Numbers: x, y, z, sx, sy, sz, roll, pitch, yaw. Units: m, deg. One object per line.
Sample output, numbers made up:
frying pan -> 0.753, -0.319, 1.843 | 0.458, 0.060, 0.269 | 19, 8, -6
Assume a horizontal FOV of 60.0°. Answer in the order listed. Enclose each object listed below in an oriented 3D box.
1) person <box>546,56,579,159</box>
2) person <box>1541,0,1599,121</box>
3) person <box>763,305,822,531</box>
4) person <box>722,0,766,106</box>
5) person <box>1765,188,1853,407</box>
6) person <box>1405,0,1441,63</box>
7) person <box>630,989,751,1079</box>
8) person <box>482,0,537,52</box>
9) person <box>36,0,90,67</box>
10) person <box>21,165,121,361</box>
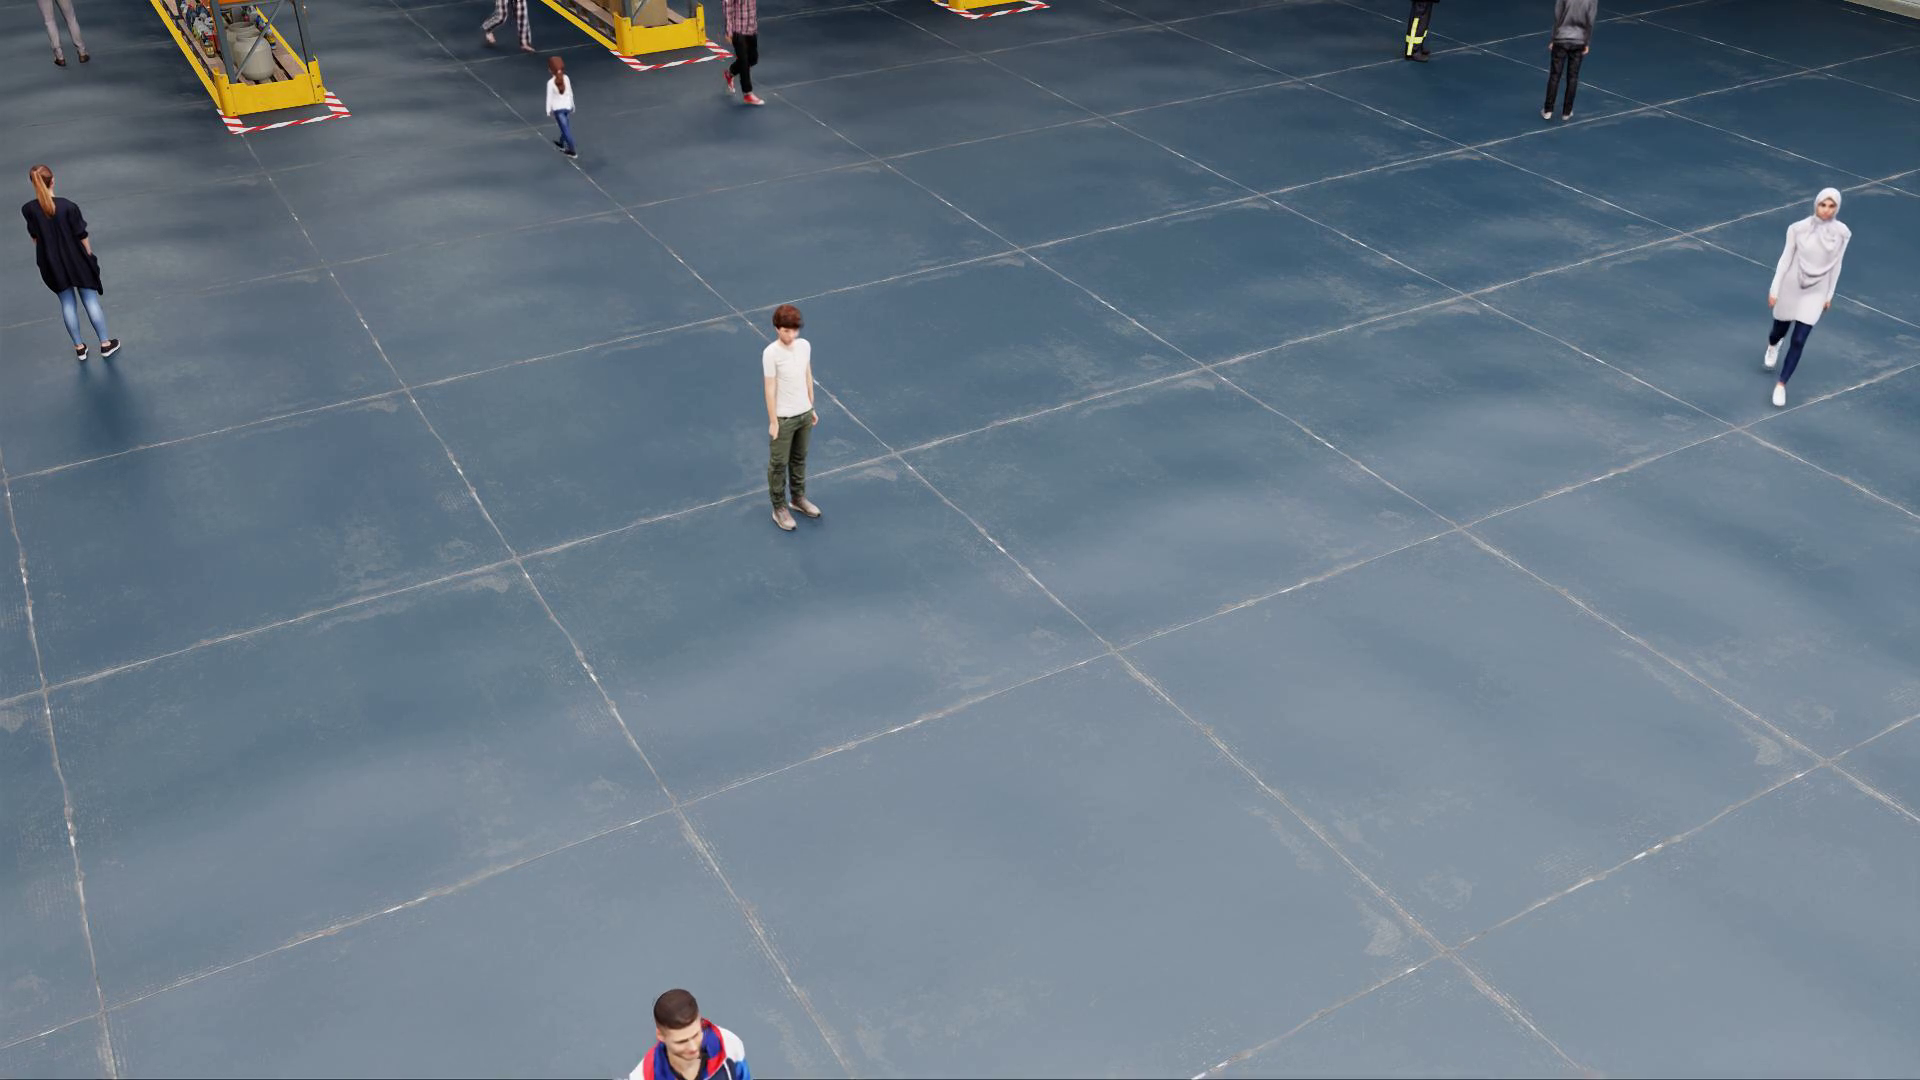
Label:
person -> -4.356, -4.766, 18.344 | 0.744, 1.096, 0.605 | 22, 38, 31
person -> 7.089, -5.791, 19.345 | 0.684, 1.760, 0.745 | 8, 33, 13
person -> -1.199, -0.888, 11.673 | 0.617, 1.653, 0.607 | -27, 41, -36
person -> -2.664, -6.123, 19.887 | 1.082, 1.745, 0.960 | 18, 37, 26
person -> 6.753, -1.998, 13.338 | 1.042, 1.755, 1.047 | 12, 34, 18
person -> 6.006, -7.215, 21.394 | 0.901, 1.983, 0.865 | 11, 34, 17
person -> -1.048, 2.338, 6.480 | 0.736, 1.738, 1.088 | -22, 38, -31
person -> -5.989, -7.314, 21.704 | 1.160, 1.820, 0.941 | 20, 37, 28
person -> -11.596, -7.041, 21.202 | 0.646, 1.894, 0.568 | -18, 37, -27
person -> -7.478, -2.324, 13.921 | 0.697, 1.684, 0.662 | -7, 33, -10
